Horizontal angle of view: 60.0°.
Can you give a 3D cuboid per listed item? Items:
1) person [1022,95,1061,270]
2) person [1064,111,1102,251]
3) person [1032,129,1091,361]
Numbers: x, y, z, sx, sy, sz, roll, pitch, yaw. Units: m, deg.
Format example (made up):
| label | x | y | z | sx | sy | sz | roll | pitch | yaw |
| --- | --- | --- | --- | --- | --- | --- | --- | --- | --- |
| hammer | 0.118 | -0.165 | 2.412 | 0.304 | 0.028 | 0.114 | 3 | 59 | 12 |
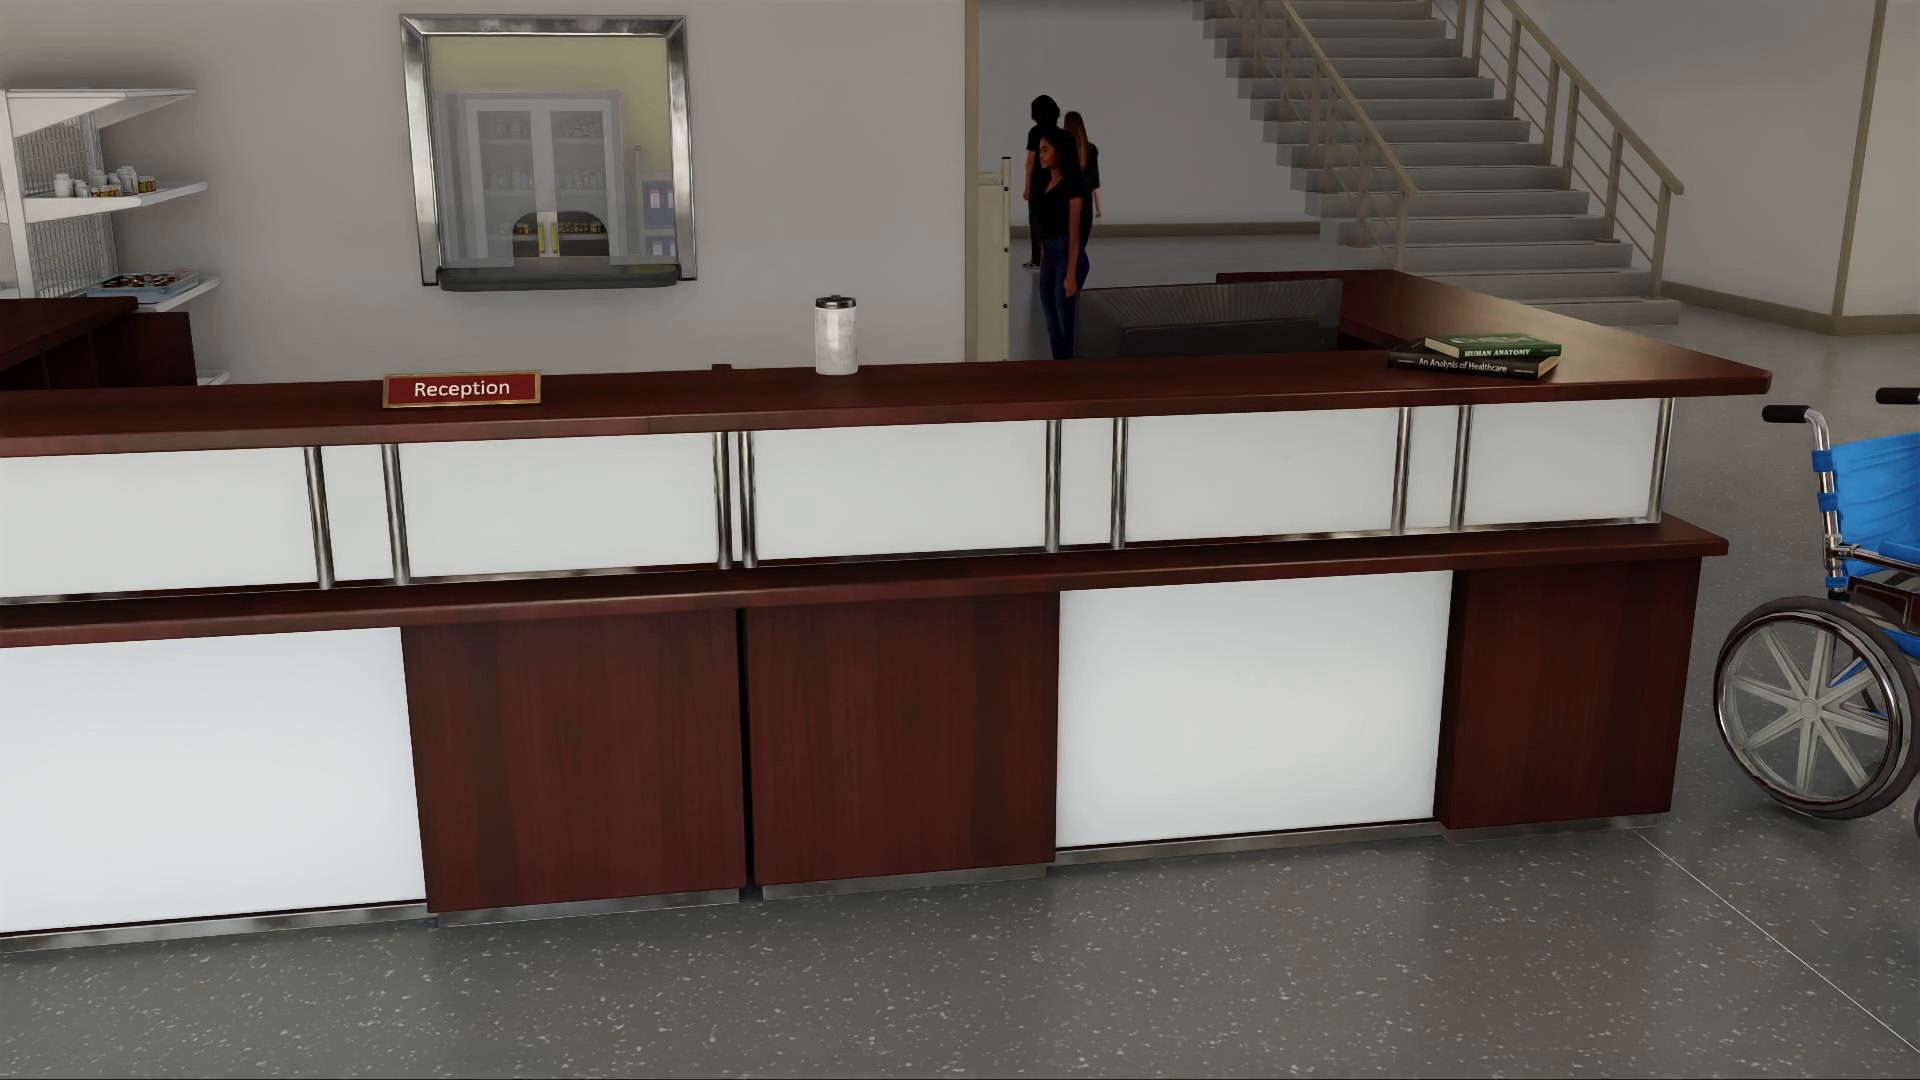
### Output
| label | x | y | z | sx | sy | sz | roll | pitch | yaw |
| --- | --- | --- | --- | --- | --- | --- | --- | --- | --- |
| person | 0.906 | -3.846 | 17.864 | 0.710 | 1.826 | 0.695 | -12 | 20 | -37 |
| person | 1.079 | -3.151 | 15.685 | 0.948 | 1.684 | 1.186 | 5 | 16 | 17 |
| person | 0.643 | -1.656 | 10.288 | 0.678 | 1.736 | 0.548 | -7 | 17 | -24 |
